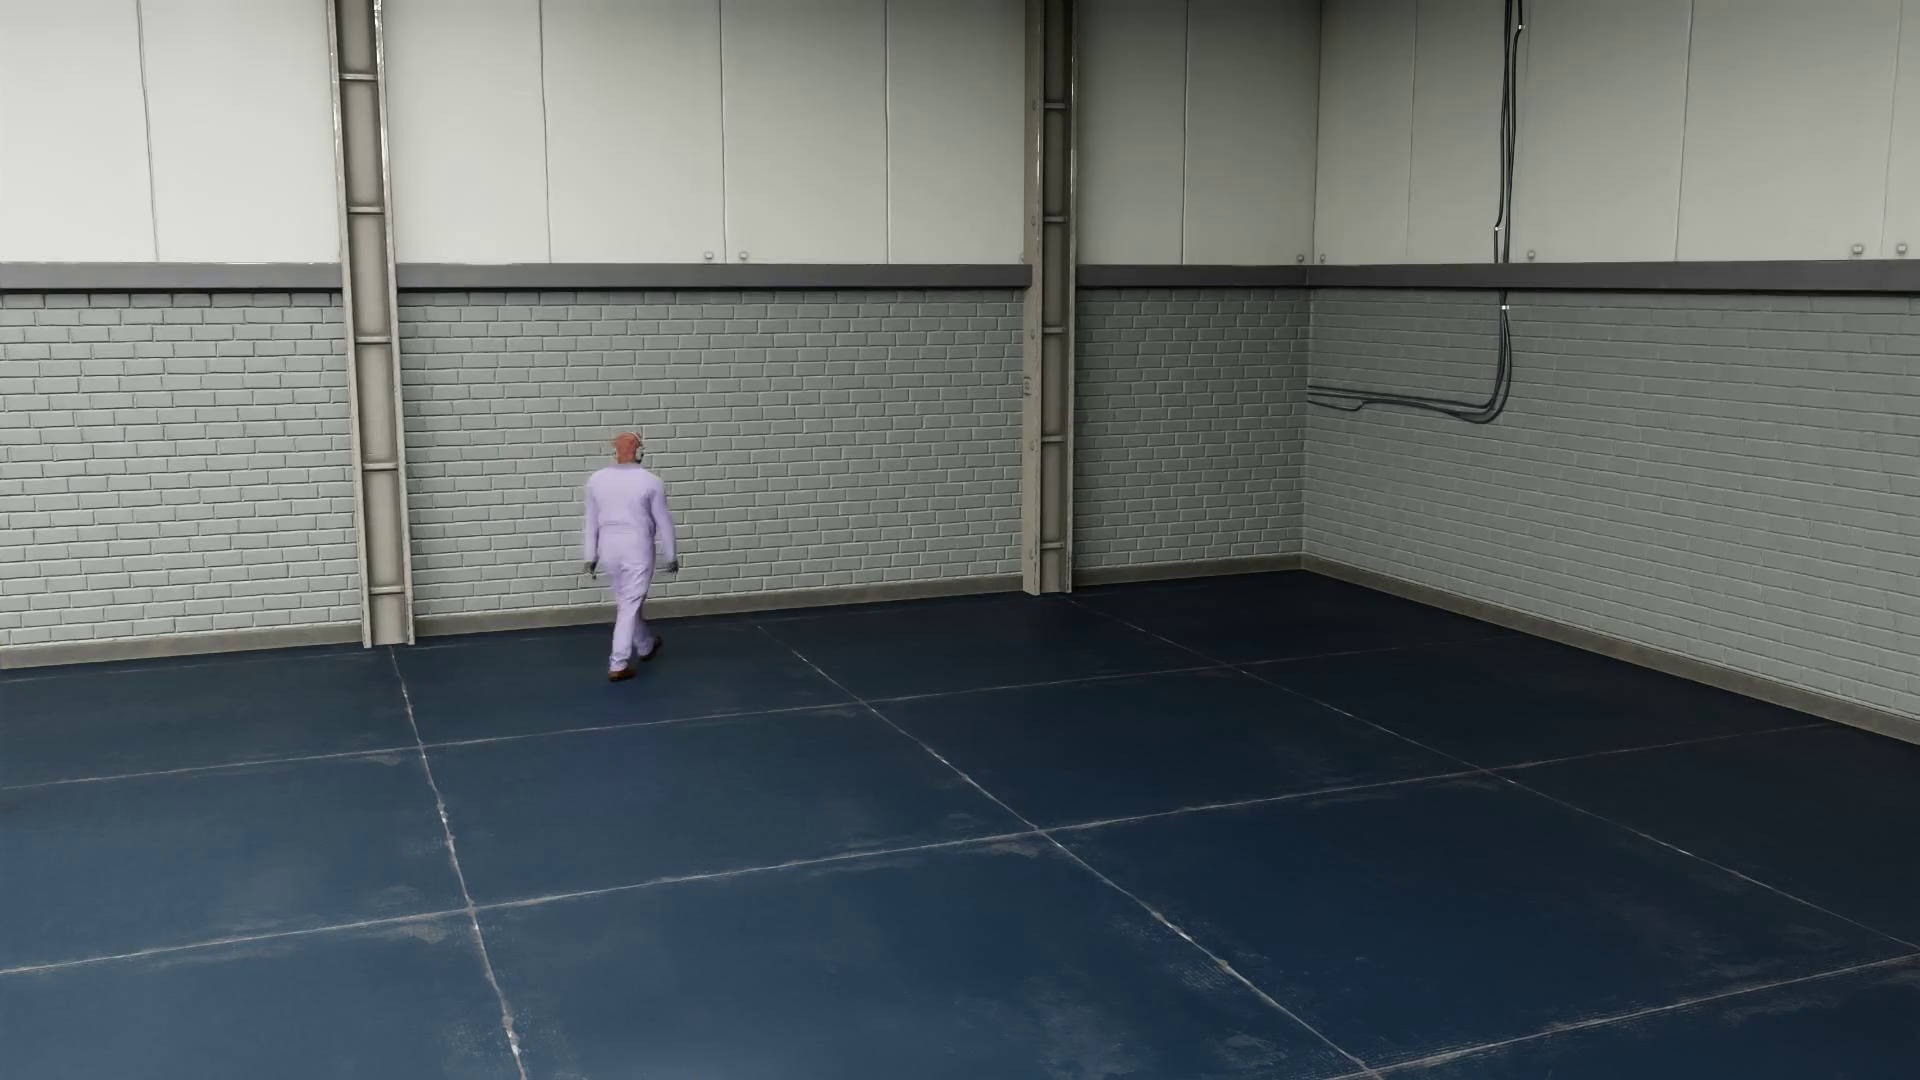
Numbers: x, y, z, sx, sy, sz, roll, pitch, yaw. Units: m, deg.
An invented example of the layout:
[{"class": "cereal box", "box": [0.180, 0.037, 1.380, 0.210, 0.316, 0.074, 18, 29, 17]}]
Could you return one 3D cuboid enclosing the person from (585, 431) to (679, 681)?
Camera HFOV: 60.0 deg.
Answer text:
[{"class": "person", "box": [-2.483, 0.098, 12.706, 0.667, 1.850, 1.007, 3, 10, 19]}]
